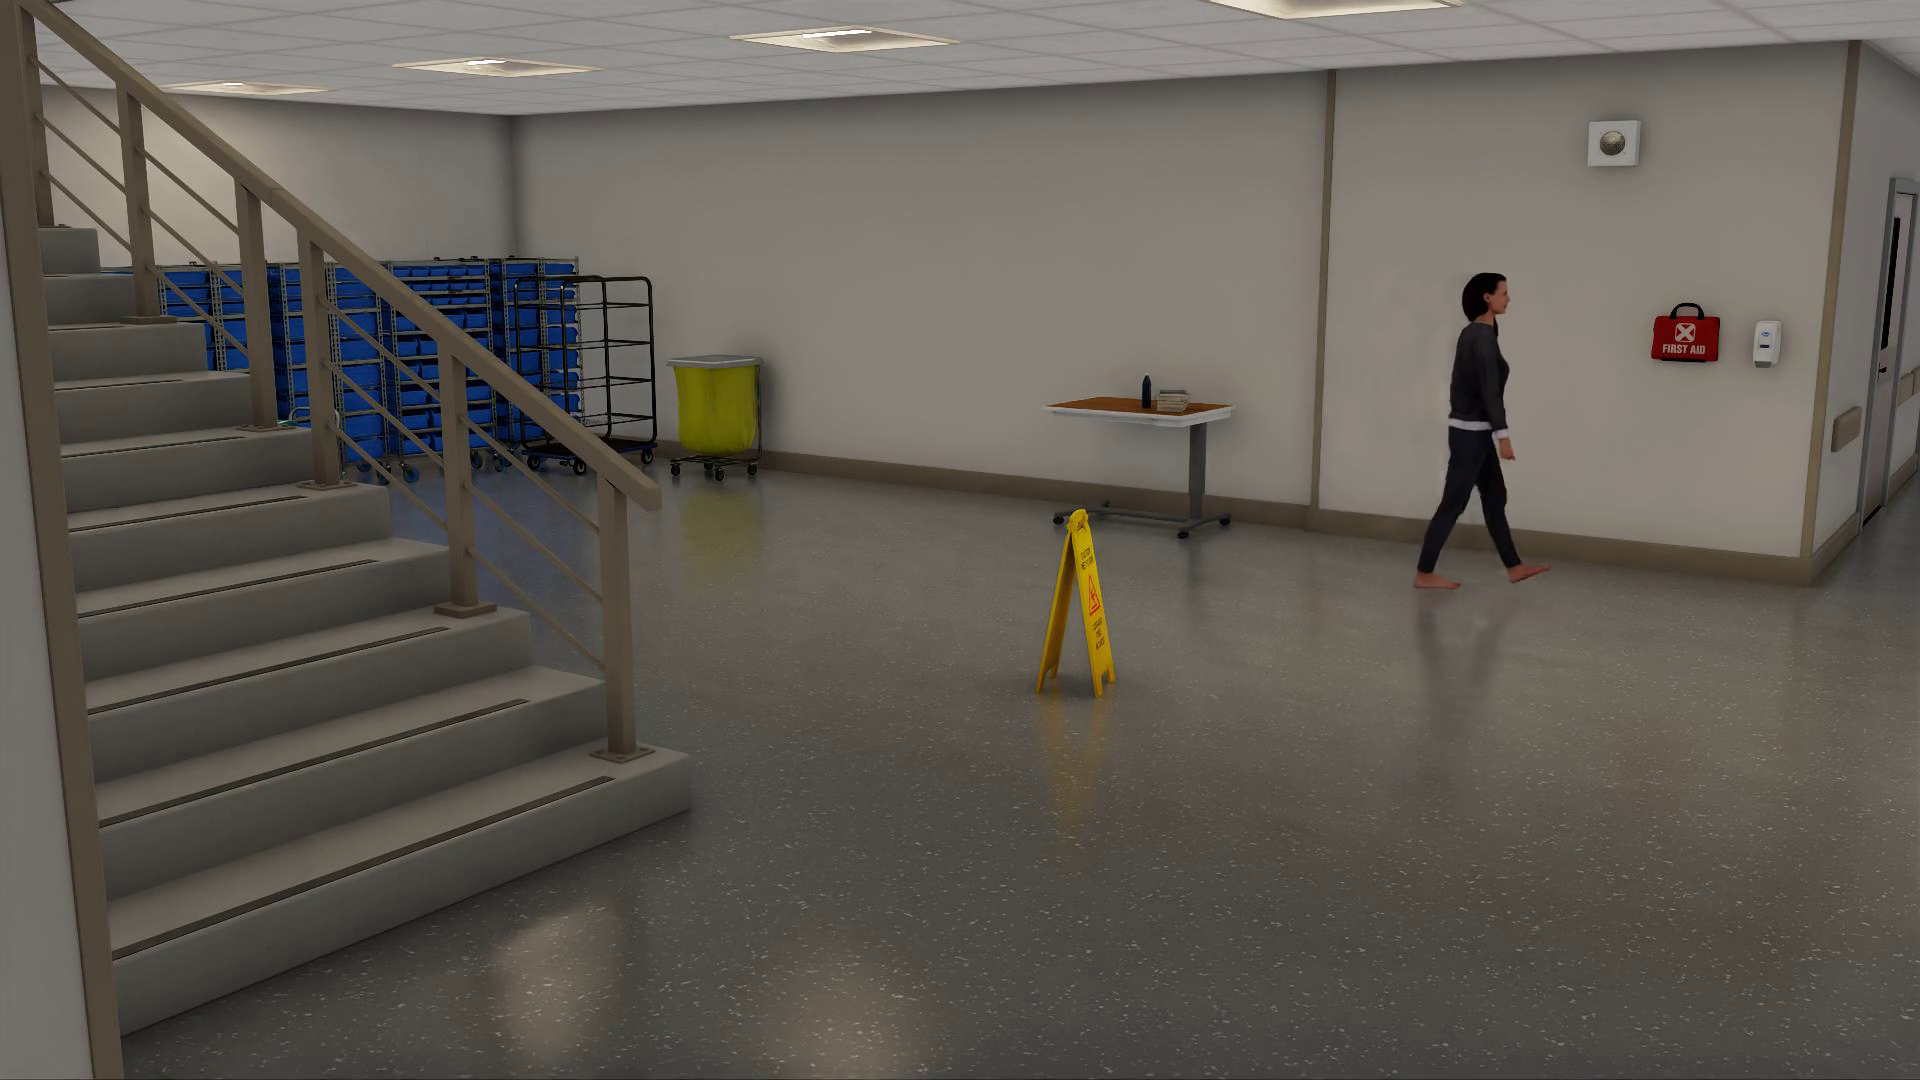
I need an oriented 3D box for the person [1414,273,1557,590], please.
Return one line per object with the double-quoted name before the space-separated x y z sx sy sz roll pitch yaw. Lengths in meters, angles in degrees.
"person" 2.724 -0.565 9.128 1.113 1.734 0.922 1 11 8
